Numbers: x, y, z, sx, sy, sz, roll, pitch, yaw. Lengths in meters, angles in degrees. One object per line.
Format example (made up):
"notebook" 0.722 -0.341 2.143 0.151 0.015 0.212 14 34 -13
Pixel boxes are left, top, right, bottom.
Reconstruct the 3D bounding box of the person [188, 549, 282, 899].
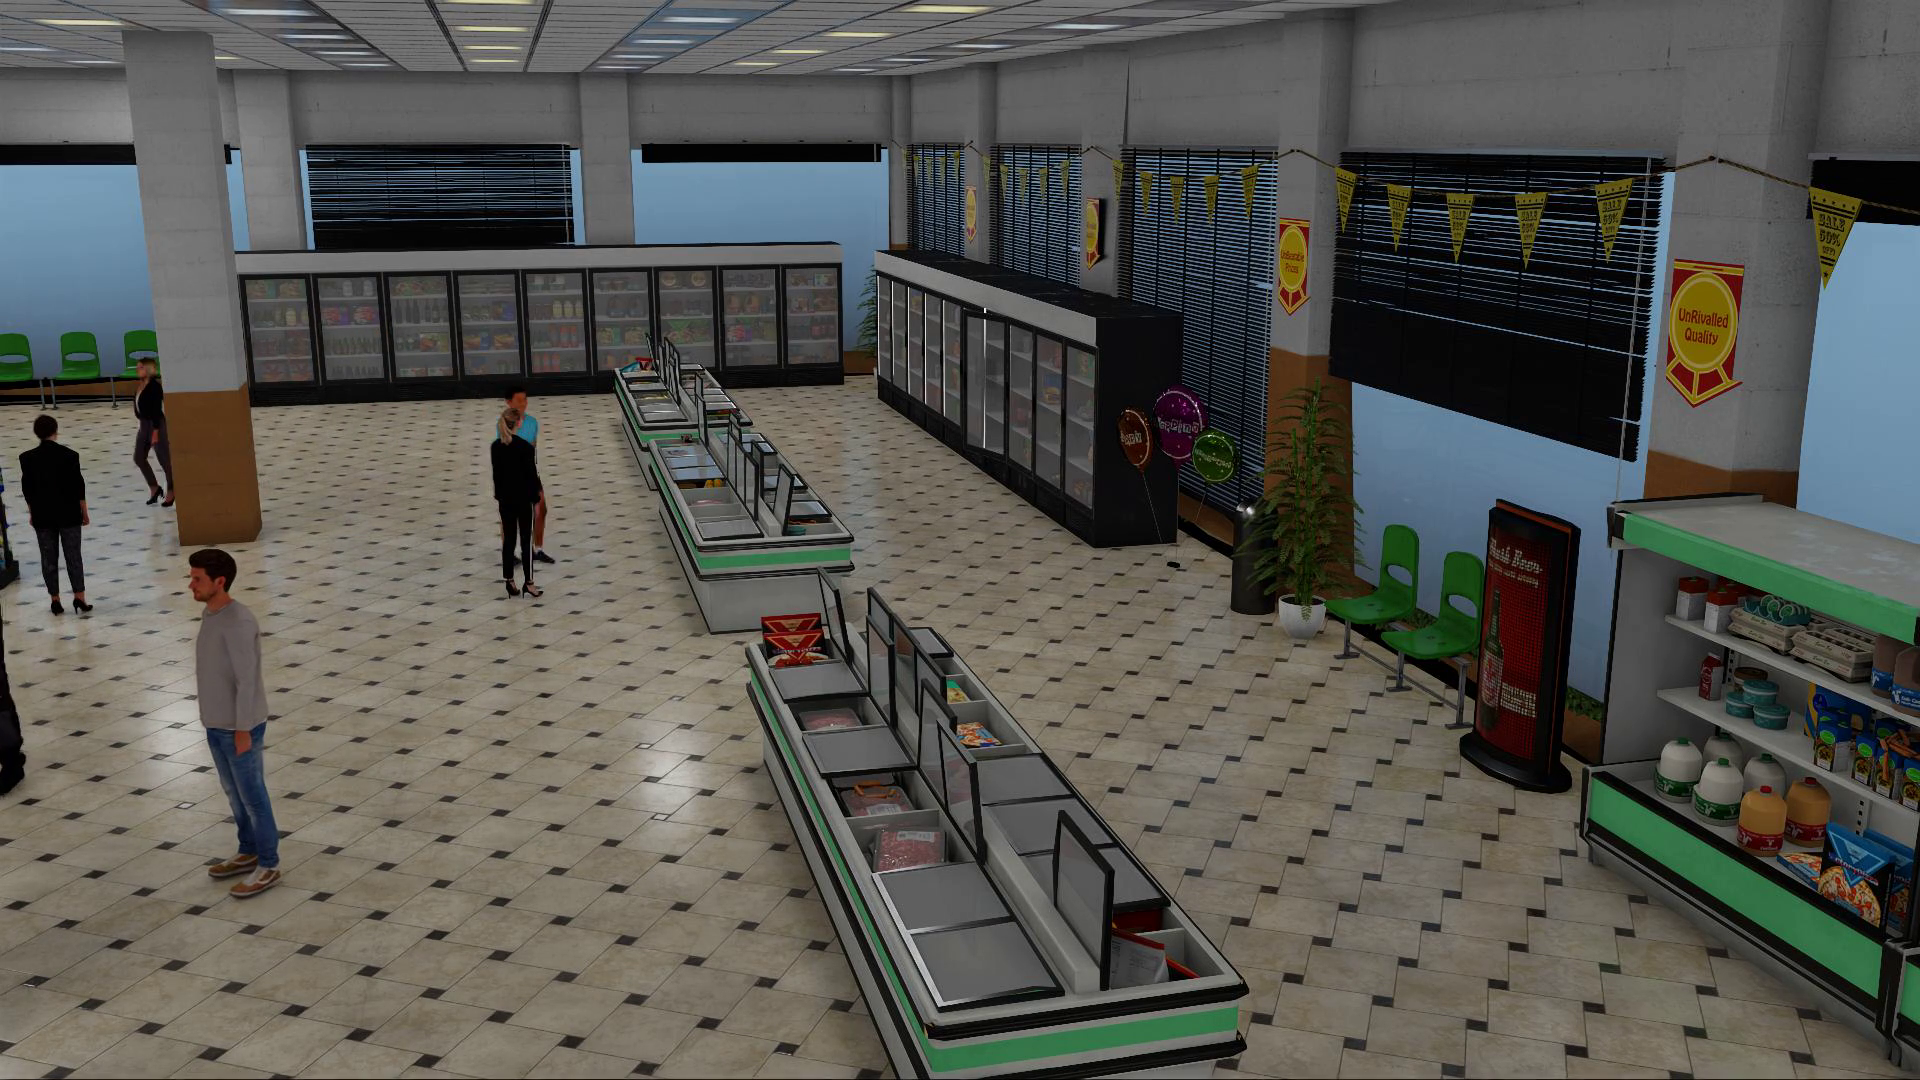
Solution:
"person" -3.914 0.964 8.987 0.802 1.898 0.681 -13 18 -42

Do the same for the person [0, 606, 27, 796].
"person" -6.016 0.720 10.219 0.990 1.793 1.246 2 14 7

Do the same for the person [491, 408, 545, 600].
"person" -3.922 -0.322 14.696 0.698 1.707 0.719 5 14 18

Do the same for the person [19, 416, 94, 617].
"person" -7.719 -0.209 14.207 0.657 1.718 0.583 -2 14 -10

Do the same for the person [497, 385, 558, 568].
"person" -4.242 -0.597 15.735 0.973 1.751 0.909 9 16 34

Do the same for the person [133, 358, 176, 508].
"person" -8.803 -1.185 18.357 0.724 1.658 0.785 8 16 30
